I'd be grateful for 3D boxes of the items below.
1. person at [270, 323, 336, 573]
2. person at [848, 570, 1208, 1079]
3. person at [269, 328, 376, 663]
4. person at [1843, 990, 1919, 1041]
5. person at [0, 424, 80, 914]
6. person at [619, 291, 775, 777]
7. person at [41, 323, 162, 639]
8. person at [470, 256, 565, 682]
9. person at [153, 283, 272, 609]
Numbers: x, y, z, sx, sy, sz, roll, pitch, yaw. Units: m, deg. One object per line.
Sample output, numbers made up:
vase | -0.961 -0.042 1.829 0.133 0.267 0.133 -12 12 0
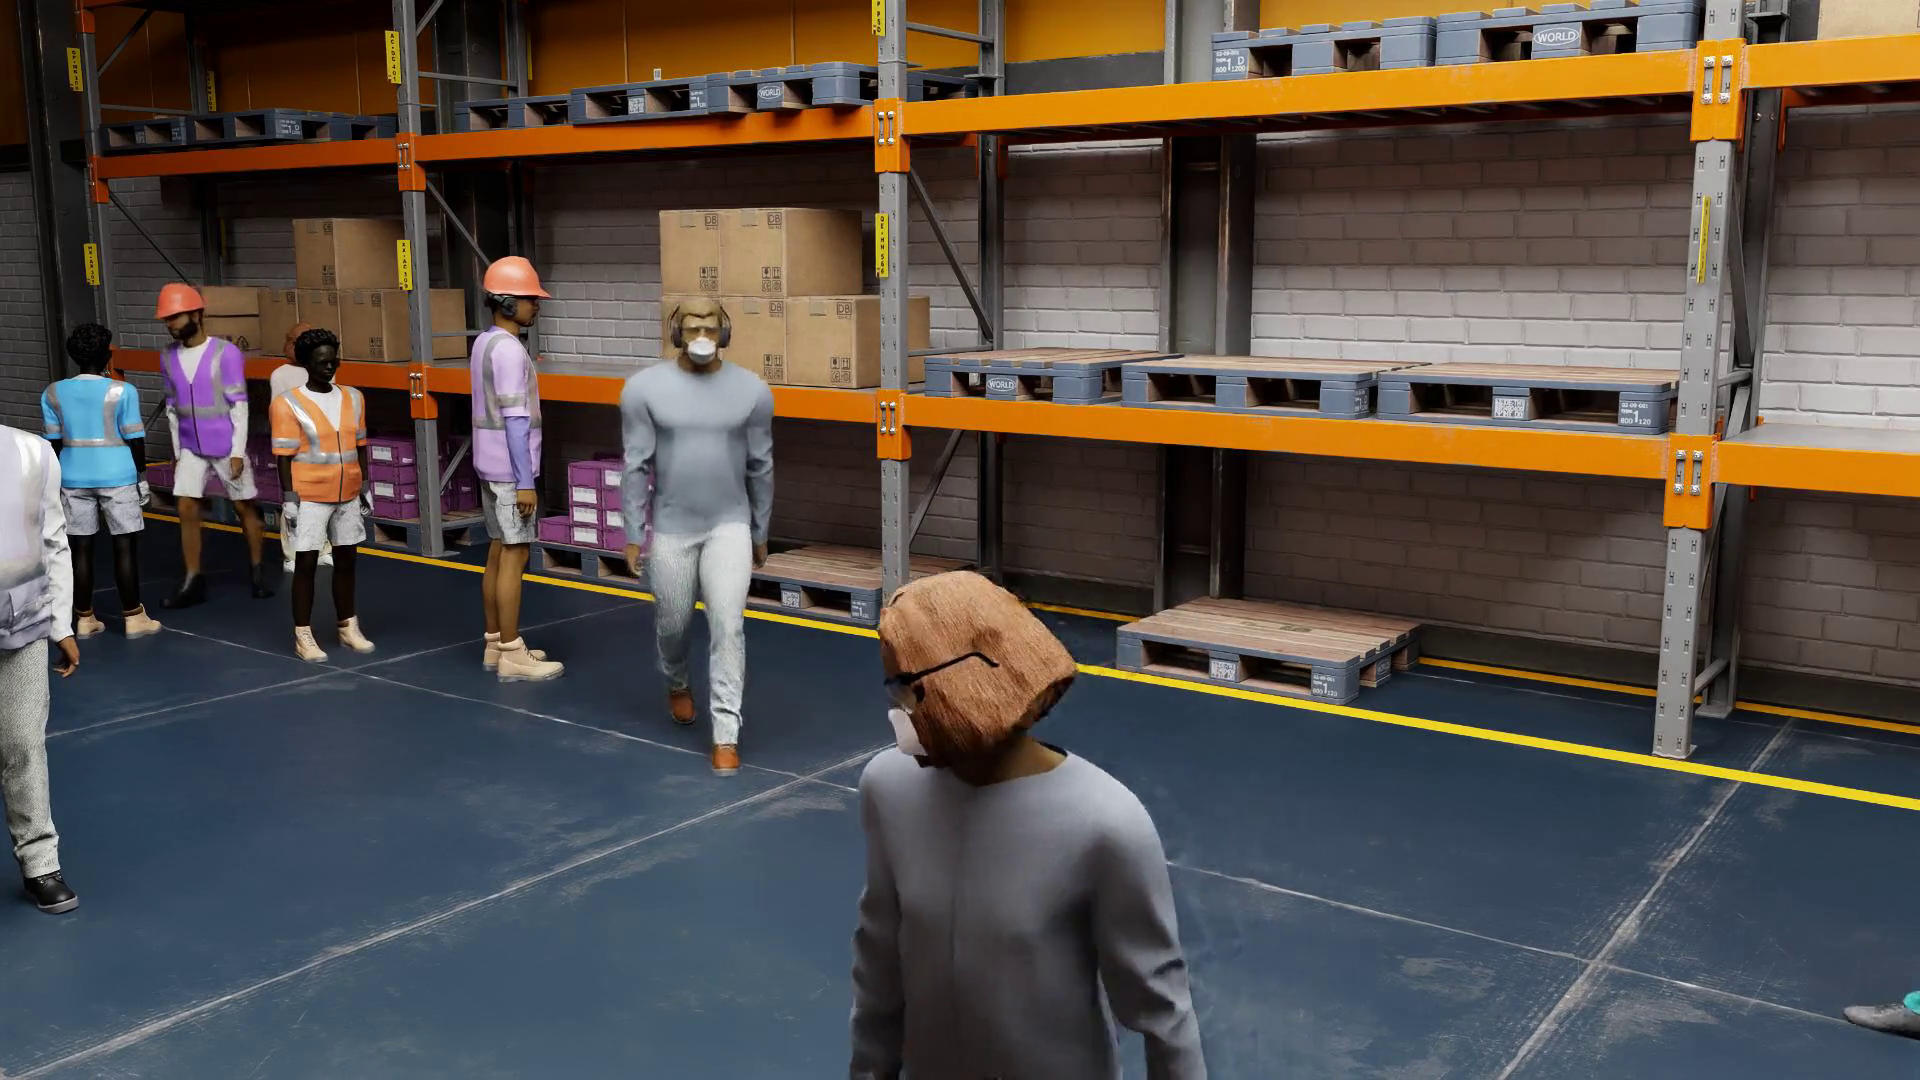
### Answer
person | -4.243 -0.595 10.830 0.285 1.626 0.495 5 11 27
person | 0.122 0.845 2.319 0.643 1.606 0.359 6 11 31
person | -3.220 -0.222 8.428 0.322 1.686 0.537 7 12 34
person | 2.684 0.494 4.008 0.808 1.736 0.532 7 12 36
person | -2.985 0.273 5.034 0.591 1.833 0.403 -9 13 -43
person | -1.067 -0.061 6.809 0.633 1.912 0.900 -2 10 -12
person | -4.588 -0.306 8.888 0.538 1.696 0.317 0 10 0
person | -2.151 -0.342 8.067 0.392 2.041 0.615 -5 11 -27
person | -4.406 -0.551 9.799 0.558 1.897 0.683 1 10 8
